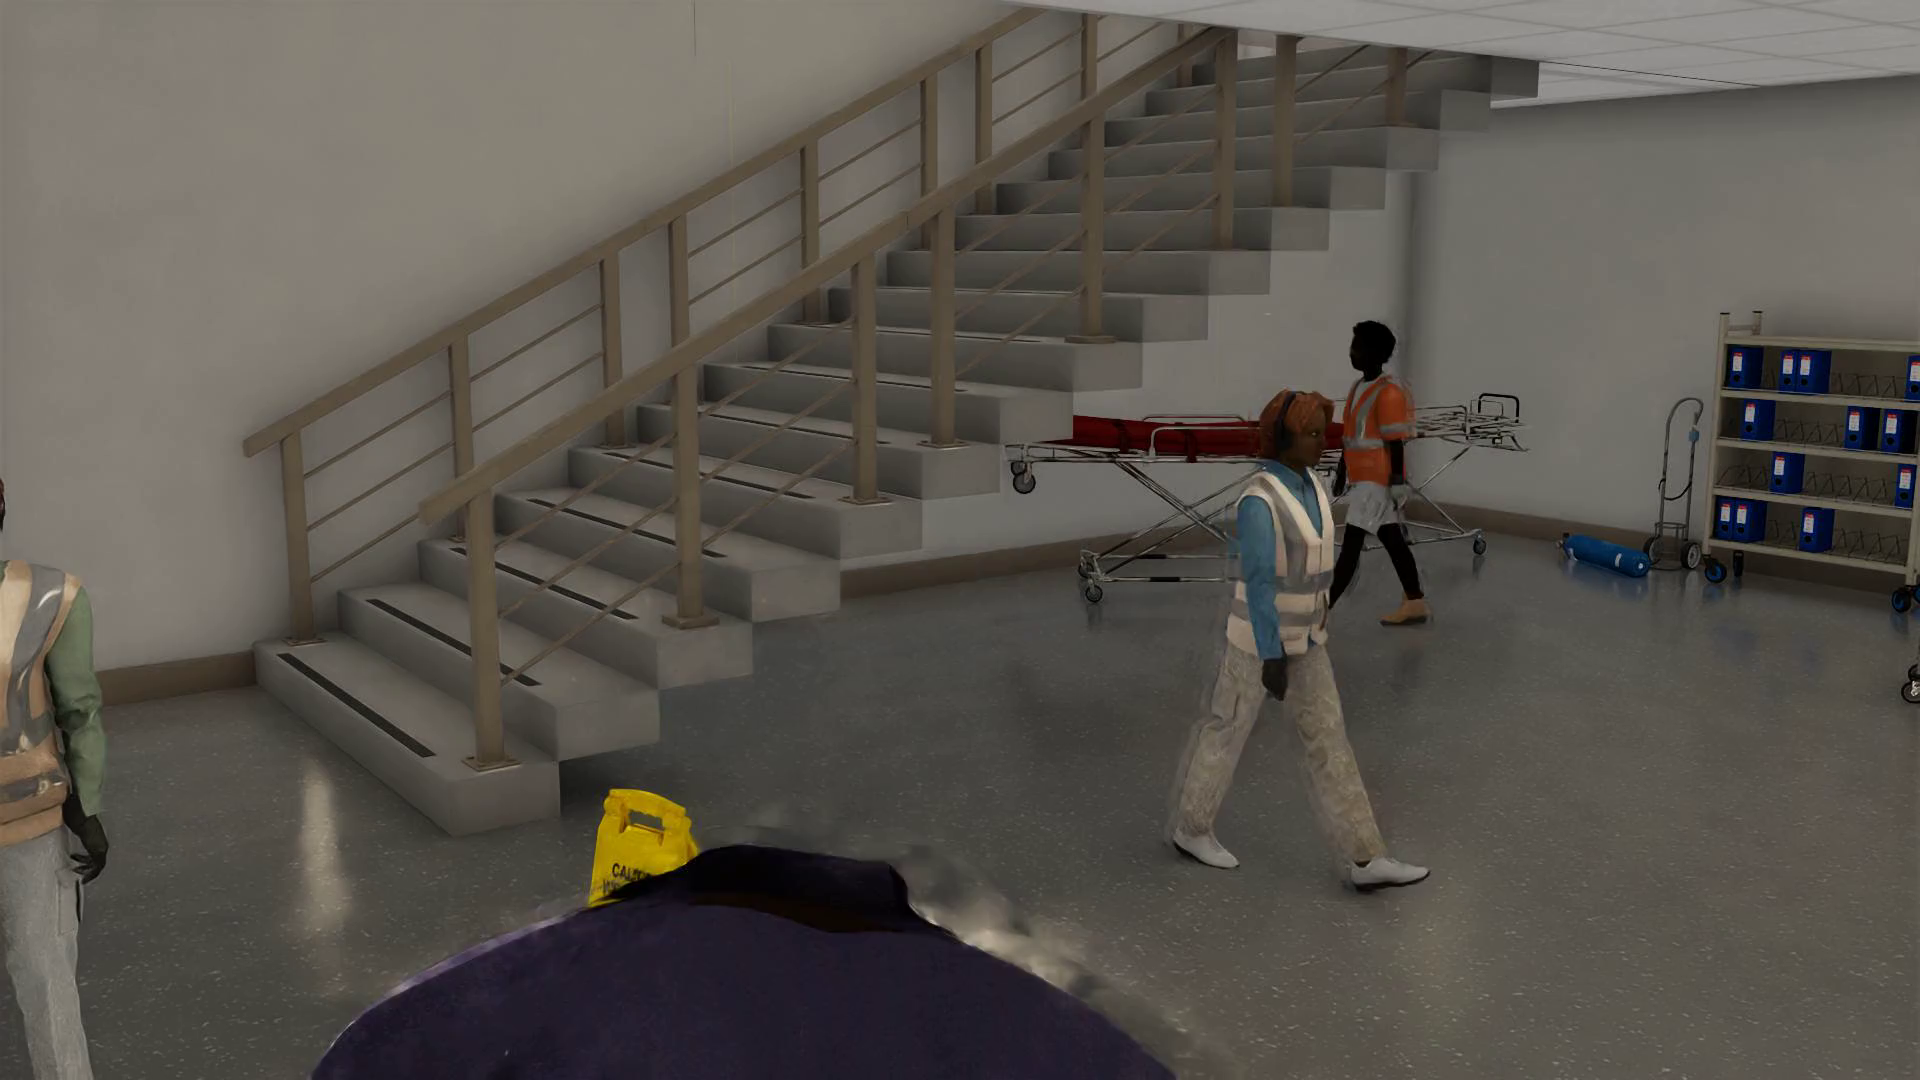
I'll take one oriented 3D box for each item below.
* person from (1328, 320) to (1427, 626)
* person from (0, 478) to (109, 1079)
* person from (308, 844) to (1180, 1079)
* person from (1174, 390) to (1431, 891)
[{"bbox_3d":[2.148,-0.335,8.852,0.874,1.647,0.545,-1,10,-4],"label":"person"},{"bbox_3d":[-2.059,0.612,3.479,0.512,1.639,0.311,-4,11,-23],"label":"person"},{"bbox_3d":[-0.102,0.896,1.153,0.671,1.875,0.699,3,10,15],"label":"person"},{"bbox_3d":[1.045,0.324,5.256,0.878,1.584,0.541,8,13,39],"label":"person"}]
